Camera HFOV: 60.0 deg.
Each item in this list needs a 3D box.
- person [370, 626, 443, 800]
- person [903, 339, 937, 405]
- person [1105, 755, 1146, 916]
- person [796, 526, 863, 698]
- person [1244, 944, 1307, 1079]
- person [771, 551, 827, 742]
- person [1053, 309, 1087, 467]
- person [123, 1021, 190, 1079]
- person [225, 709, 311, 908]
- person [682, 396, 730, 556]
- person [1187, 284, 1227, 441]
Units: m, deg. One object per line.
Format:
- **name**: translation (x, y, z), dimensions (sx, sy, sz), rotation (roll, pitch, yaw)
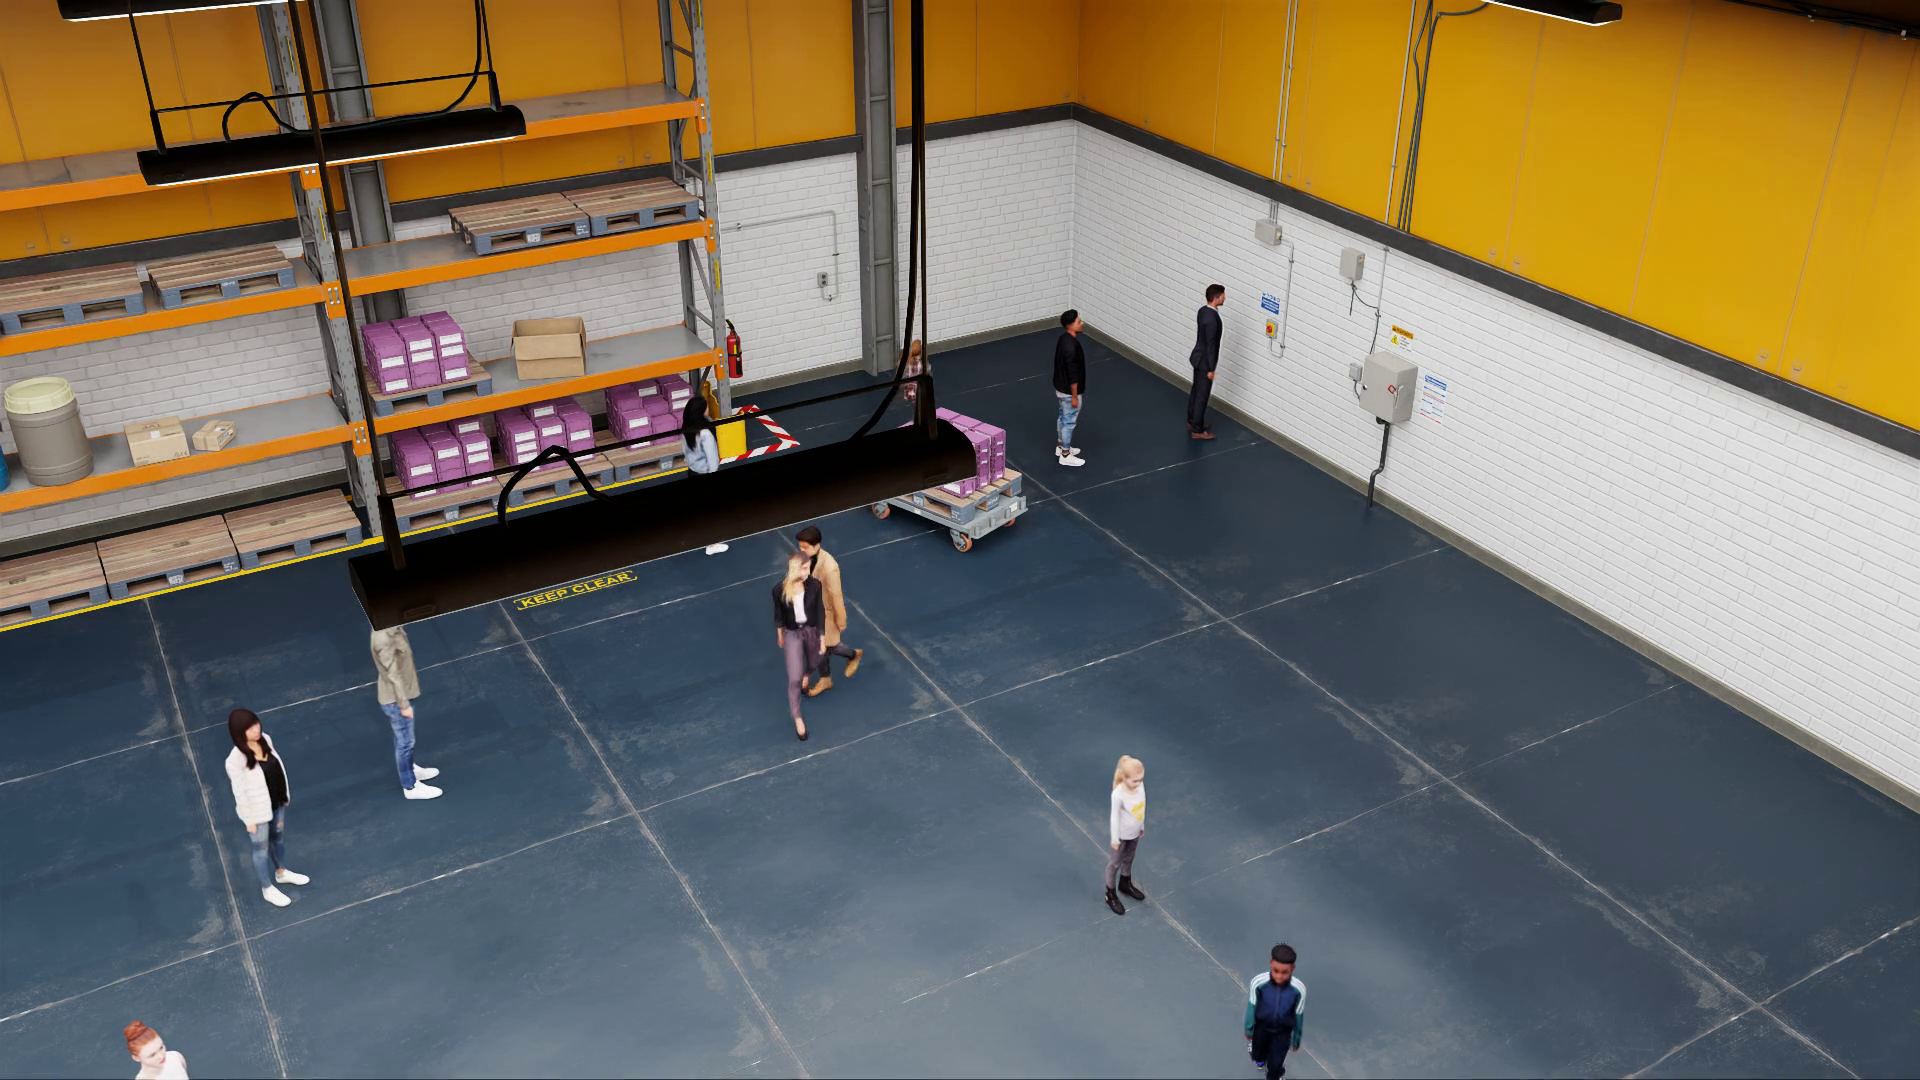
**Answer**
- **person**: translation (-4.505, 1.224, 13.296), dimensions (0.661, 1.869, 0.748), rotation (-9, 30, -16)
- **person**: translation (-0.494, -1.674, 19.216), dimensions (0.785, 1.288, 0.968), rotation (17, 33, 28)
- **person**: translation (1.214, 2.136, 12.241), dimensions (0.497, 1.279, 0.598), rotation (-25, 37, -38)
- **person**: translation (-1.144, 0.571, 14.672), dimensions (0.942, 1.698, 0.780), rotation (-25, 38, -38)
- **person**: translation (2.005, 3.057, 10.588), dimensions (0.789, 1.245, 0.855), rotation (8, 30, 14)
- **person**: translation (-1.348, 0.828, 14.294), dimensions (1.061, 1.609, 0.810), rotation (-6, 29, -10)
- **person**: translation (1.226, -1.741, 18.786), dimensions (0.759, 1.818, 0.780), rotation (-2, 29, -4)
- **person**: translation (-4.419, 3.411, 9.367), dimensions (0.678, 1.792, 0.618), rotation (7, 29, 13)
- **person**: translation (-5.142, 1.931, 12.242), dimensions (0.757, 1.638, 0.696), rotation (7, 29, 13)
- **person**: translation (-2.625, -0.670, 16.934), dimensions (0.660, 1.710, 0.633), rotation (24, 37, 37)
- **person**: translation (2.869, -2.092, 19.378), dimensions (0.702, 1.866, 0.706), rotation (-5, 29, -9)
